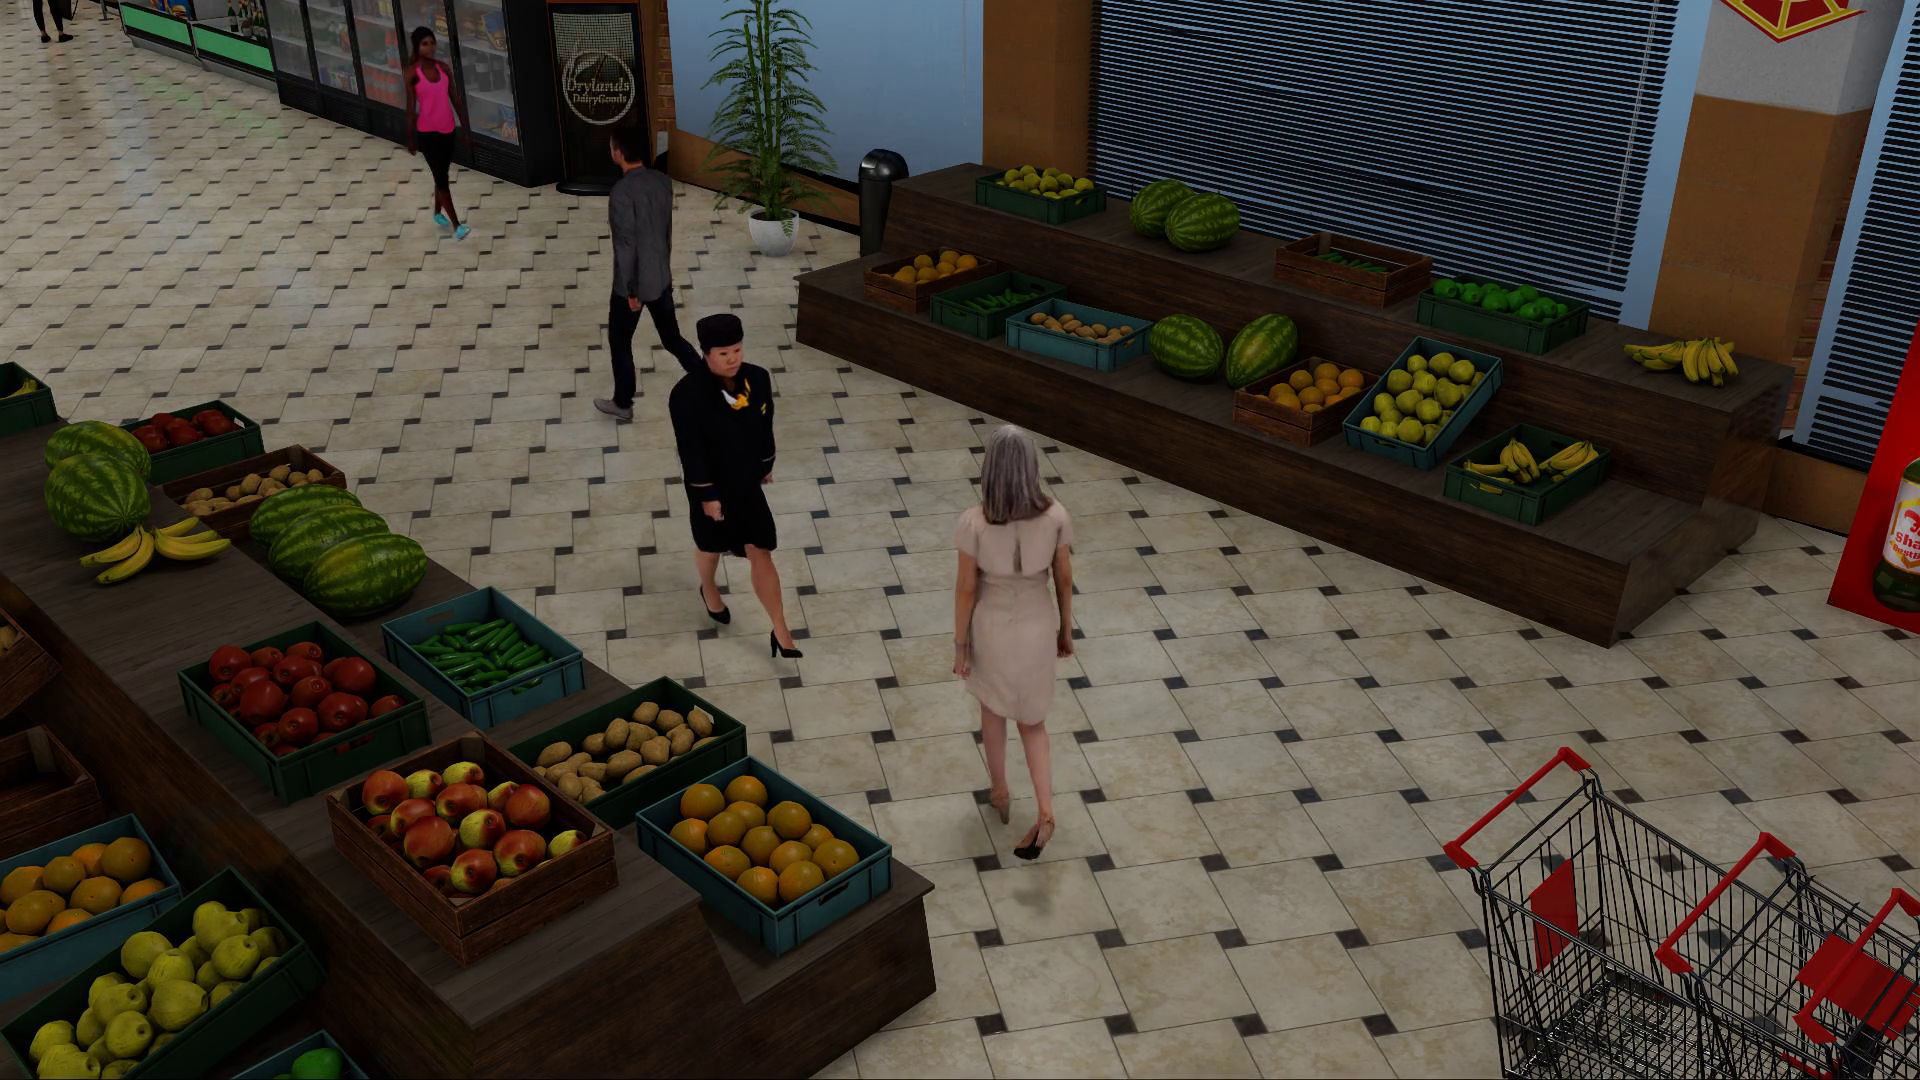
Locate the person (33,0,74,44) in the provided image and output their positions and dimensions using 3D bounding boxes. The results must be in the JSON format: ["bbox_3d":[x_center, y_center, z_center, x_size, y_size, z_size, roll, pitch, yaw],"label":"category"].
[{"bbox_3d":[-11.919,-7.331,21.505,0.676,1.713,0.703,-4,27,-8],"label":"person"}]

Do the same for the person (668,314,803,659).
[{"bbox_3d":[-1.113,-0.254,7.653,0.854,1.621,1.161,-17,31,-30],"label":"person"}]

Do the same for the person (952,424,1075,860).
[{"bbox_3d":[0.216,0.445,6.173,0.963,1.713,1.092,-6,28,-12],"label":"person"}]

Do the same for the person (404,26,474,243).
[{"bbox_3d":[-4.328,-3.325,13.653,0.654,1.669,1.104,-22,34,-36],"label":"person"}]

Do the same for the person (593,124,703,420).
[{"bbox_3d":[-1.812,-1.524,9.917,1.252,1.837,0.877,16,31,29],"label":"person"}]
